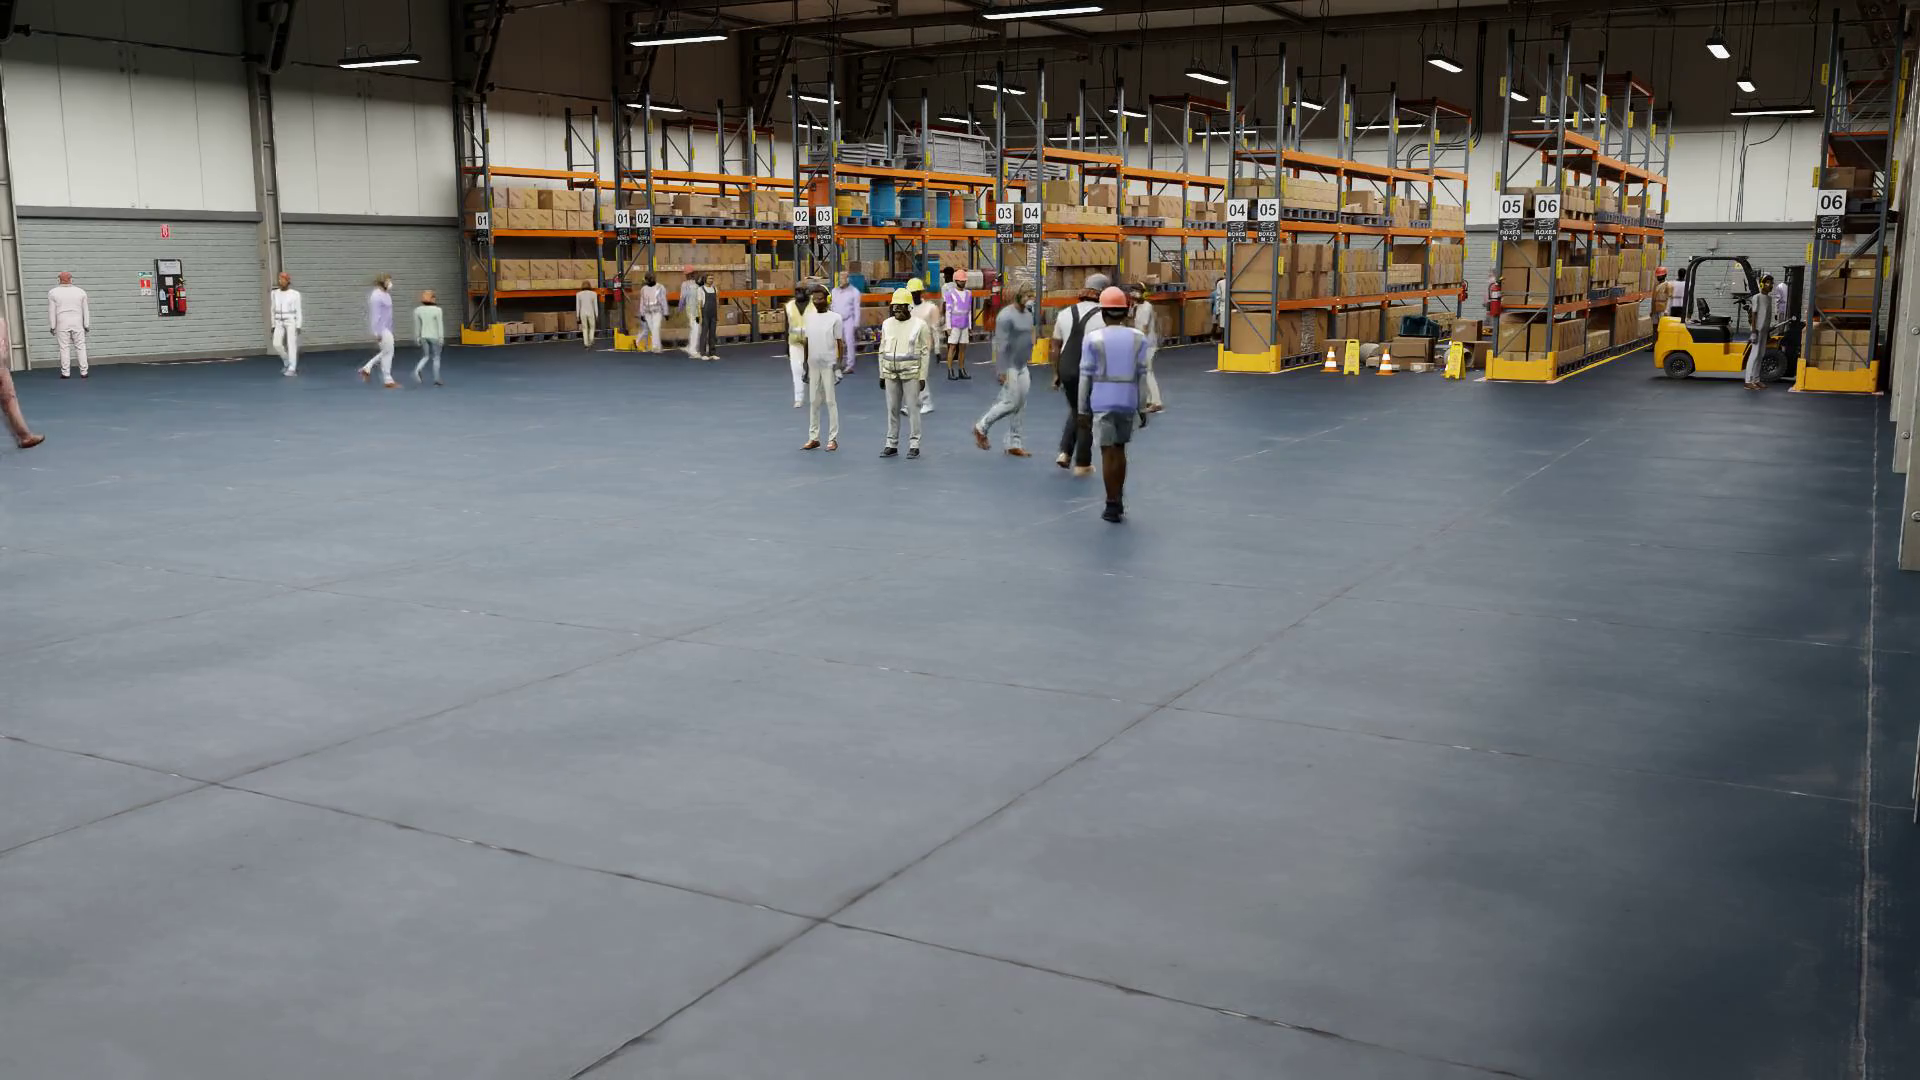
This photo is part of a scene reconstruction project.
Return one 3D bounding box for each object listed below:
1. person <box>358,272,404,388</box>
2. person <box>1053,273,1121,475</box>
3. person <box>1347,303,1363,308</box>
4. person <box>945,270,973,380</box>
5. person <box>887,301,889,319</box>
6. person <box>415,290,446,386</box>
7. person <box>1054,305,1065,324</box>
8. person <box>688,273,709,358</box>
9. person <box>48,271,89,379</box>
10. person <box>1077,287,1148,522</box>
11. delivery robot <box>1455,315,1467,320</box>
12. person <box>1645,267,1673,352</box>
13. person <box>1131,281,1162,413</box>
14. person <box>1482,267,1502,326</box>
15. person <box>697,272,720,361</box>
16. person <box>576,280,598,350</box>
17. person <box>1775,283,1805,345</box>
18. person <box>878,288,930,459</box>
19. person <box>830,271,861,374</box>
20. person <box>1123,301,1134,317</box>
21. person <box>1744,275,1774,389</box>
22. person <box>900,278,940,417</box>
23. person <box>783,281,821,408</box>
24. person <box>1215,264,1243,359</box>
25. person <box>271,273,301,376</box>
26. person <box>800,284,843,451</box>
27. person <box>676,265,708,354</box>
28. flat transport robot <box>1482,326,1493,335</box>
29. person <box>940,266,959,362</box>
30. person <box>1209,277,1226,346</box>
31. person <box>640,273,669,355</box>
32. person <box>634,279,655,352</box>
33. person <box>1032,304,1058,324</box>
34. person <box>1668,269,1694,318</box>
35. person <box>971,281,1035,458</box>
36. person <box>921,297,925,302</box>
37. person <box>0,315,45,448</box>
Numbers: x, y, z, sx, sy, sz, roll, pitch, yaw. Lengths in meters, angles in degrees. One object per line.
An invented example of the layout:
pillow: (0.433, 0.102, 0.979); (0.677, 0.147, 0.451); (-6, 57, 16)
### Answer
person: (-9.563, -3.437, 27.344); (0.649, 1.922, 0.635); (-1, 10, -5)
person: (1.292, -1.658, 16.547); (0.713, 2.000, 0.543); (8, 12, 39)
person: (10.673, -6.366, 44.976); (0.484, 1.745, 0.296); (7, 12, 36)
person: (0.003, -3.785, 29.302); (0.547, 1.938, 0.378); (-7, 12, -35)
person: (-1.609, -5.742, 41.675); (0.519, 1.629, 0.386); (6, 11, 29)
person: (-8.855, -3.356, 27.729); (0.504, 1.619, 0.523); (3, 10, 16)
person: (2.355, -5.552, 40.531); (0.501, 1.633, 0.283); (8, 13, 40)
person: (-5.598, -4.797, 35.564); (0.436, 1.819, 0.655); (2, 10, 9)
person: (-15.884, -3.829, 29.652); (0.654, 1.906, 0.408); (-8, 12, -39)
person: (1.225, -1.121, 13.746); (0.570, 1.919, 0.649); (-3, 10, -15)
delivery robot: (13.640, -5.940, 45.686); (0.707, 0.478, 0.477); (-2, 10, -10)
person: (15.836, -5.212, 37.655); (0.355, 1.938, 0.544); (-4, 10, -21)
person: (2.585, -2.659, 23.020); (0.552, 1.827, 0.535); (-2, 10, -10)
person: (14.830, -6.695, 46.551); (1.018, 1.852, 0.667); (9, 13, 42)
person: (-5.244, -4.669, 34.746); (0.332, 1.843, 0.517); (9, 13, 42)
person: (-8.713, -5.269, 38.894); (0.519, 1.612, 0.558); (-1, 10, -7)
person: (18.408, -5.075, 36.923); (0.584, 1.917, 0.404); (5, 11, 26)
person: (-0.622, -1.793, 17.944); (0.587, 1.833, 0.404); (4, 11, 23)
person: (-2.177, -3.988, 30.616); (0.673, 1.887, 0.657); (5, 11, 26)
person: (4.543, -6.684, 46.176); (0.617, 1.980, 0.485); (5, 11, 27)
person: (13.158, -3.409, 27.303); (0.535, 1.868, 0.309); (-7, 12, -36)
person: (-0.607, -2.628, 22.717); (0.620, 1.869, 0.991); (6, 11, 31)
person: (-2.238, -2.826, 24.009); (0.637, 1.828, 0.672); (1, 10, 7)
person: (5.685, -4.829, 35.144); (0.606, 2.035, 0.403); (6, 11, 29)
person: (-12.232, -3.899, 30.156); (0.618, 1.871, 0.423); (2, 10, 9)
person: (-1.551, -1.926, 18.625); (0.511, 1.869, 0.329); (4, 11, 23)
person: (-5.919, -5.110, 36.950); (1.016, 1.989, 0.609); (7, 12, 35)
flat transport robot: (14.542, -5.775, 45.822); (0.652, 0.197, 1.431); (5, 11, 27)
person: (-0.196, -4.621, 34.117); (0.363, 1.962, 0.612); (7, 12, 36)
person: (6.271, -5.499, 40.122); (0.532, 1.665, 0.793); (6, 11, 30)
person: (-6.830, -4.988, 36.776); (0.634, 1.790, 0.945); (4, 10, 20)
person: (-7.134, -5.098, 37.534); (0.591, 1.753, 0.541); (-9, 13, -42)
person: (1.918, -5.188, 37.551); (0.629, 1.931, 0.374); (0, 10, -2)
person: (17.501, -5.648, 40.419); (0.616, 1.858, 1.022); (5, 11, 29)
person: (0.508, -1.845, 18.029); (0.632, 1.912, 0.654); (6, 11, 31)
person: (-0.854, -3.851, 30.188); (0.533, 1.768, 0.310); (-5, 11, -28)
person: (-10.841, -1.903, 18.559); (0.649, 1.843, 1.040); (3, 10, 16)
